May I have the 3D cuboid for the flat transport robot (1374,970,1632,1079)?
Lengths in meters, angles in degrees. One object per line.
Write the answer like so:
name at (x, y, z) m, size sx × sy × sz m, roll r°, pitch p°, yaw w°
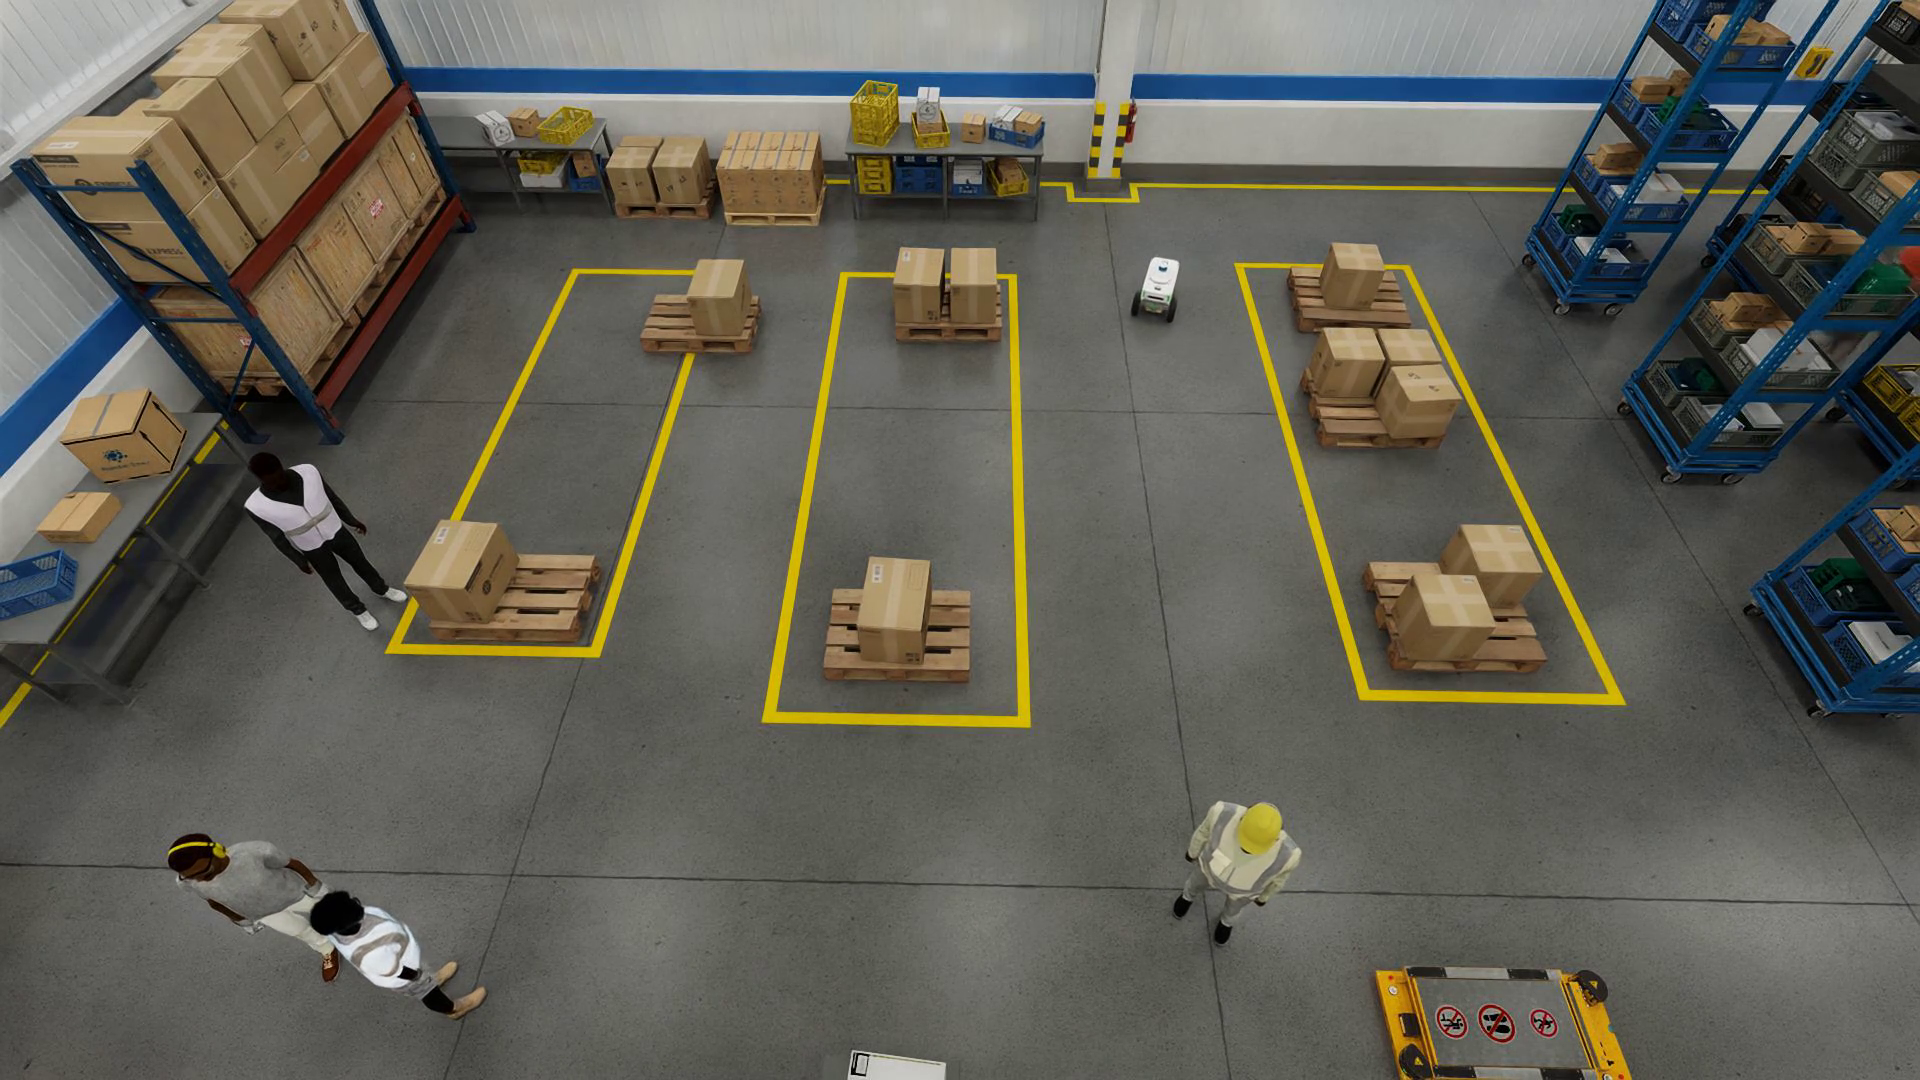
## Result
flat transport robot at (3.501, 3.133, 5.914) m, size 1.431 × 0.197 × 0.652 m, roll 1°, pitch 51°, yaw 1°

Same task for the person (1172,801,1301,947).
person at (1.704, 2.083, 5.775) m, size 0.590 × 1.823 × 0.403 m, roll 30°, pitch 57°, yaw 22°

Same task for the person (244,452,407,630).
person at (-5.170, -0.020, 7.433) m, size 0.392 × 1.914 × 0.587 m, roll 22°, pitch 54°, yaw 17°

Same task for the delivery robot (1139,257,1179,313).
delivery robot at (2.329, -3.000, 10.673) m, size 0.477 × 0.478 × 0.707 m, roll 13°, pitch 52°, yaw 11°

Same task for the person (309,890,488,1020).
person at (-3.400, 2.500, 5.513) m, size 0.537 × 1.698 × 0.320 m, roll 29°, pitch 57°, yaw 22°

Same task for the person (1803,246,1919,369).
person at (8.742, -2.096, 9.095) m, size 0.660 × 1.957 × 0.546 m, roll 14°, pitch 52°, yaw 11°

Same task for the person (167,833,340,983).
person at (-4.174, 2.233, 5.624) m, size 0.514 × 1.872 × 0.328 m, roll -23°, pitch 55°, yaw -18°
